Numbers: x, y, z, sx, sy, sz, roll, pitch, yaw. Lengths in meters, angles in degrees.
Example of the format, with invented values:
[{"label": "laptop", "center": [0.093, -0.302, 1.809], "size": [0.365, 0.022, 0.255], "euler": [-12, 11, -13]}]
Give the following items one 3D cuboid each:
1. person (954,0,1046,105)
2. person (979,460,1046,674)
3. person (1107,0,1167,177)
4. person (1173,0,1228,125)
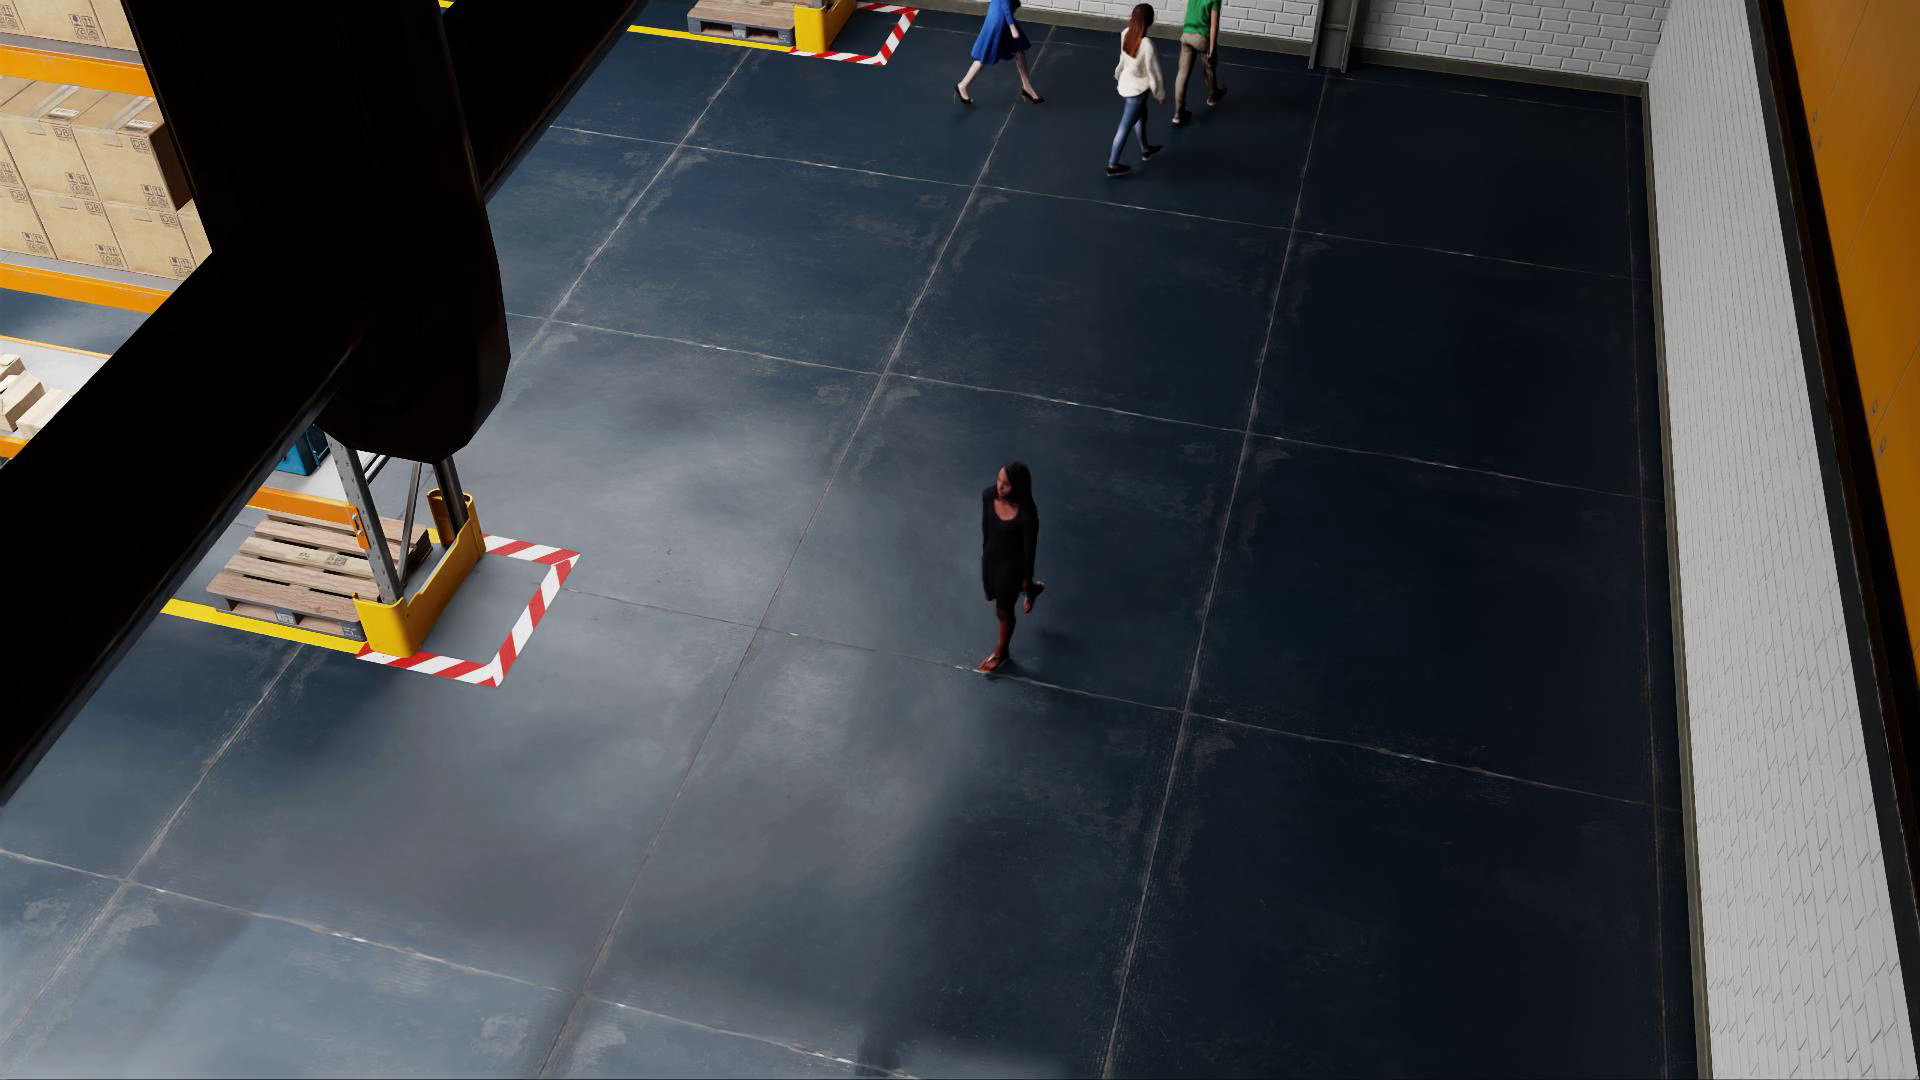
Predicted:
[{"label": "person", "center": [0.305, -5.017, 16.250], "size": [1.170, 1.781, 0.721], "euler": [4, 44, 5]}, {"label": "person", "center": [0.370, 0.118, 10.915], "size": [0.976, 1.705, 0.945], "euler": [33, 53, 30]}, {"label": "person", "center": [1.548, -4.116, 15.389], "size": [1.034, 1.665, 0.952], "euler": [-17, 46, -17]}, {"label": "person", "center": [2.270, -4.825, 16.163], "size": [1.049, 1.623, 0.915], "euler": [27, 50, 26]}]
